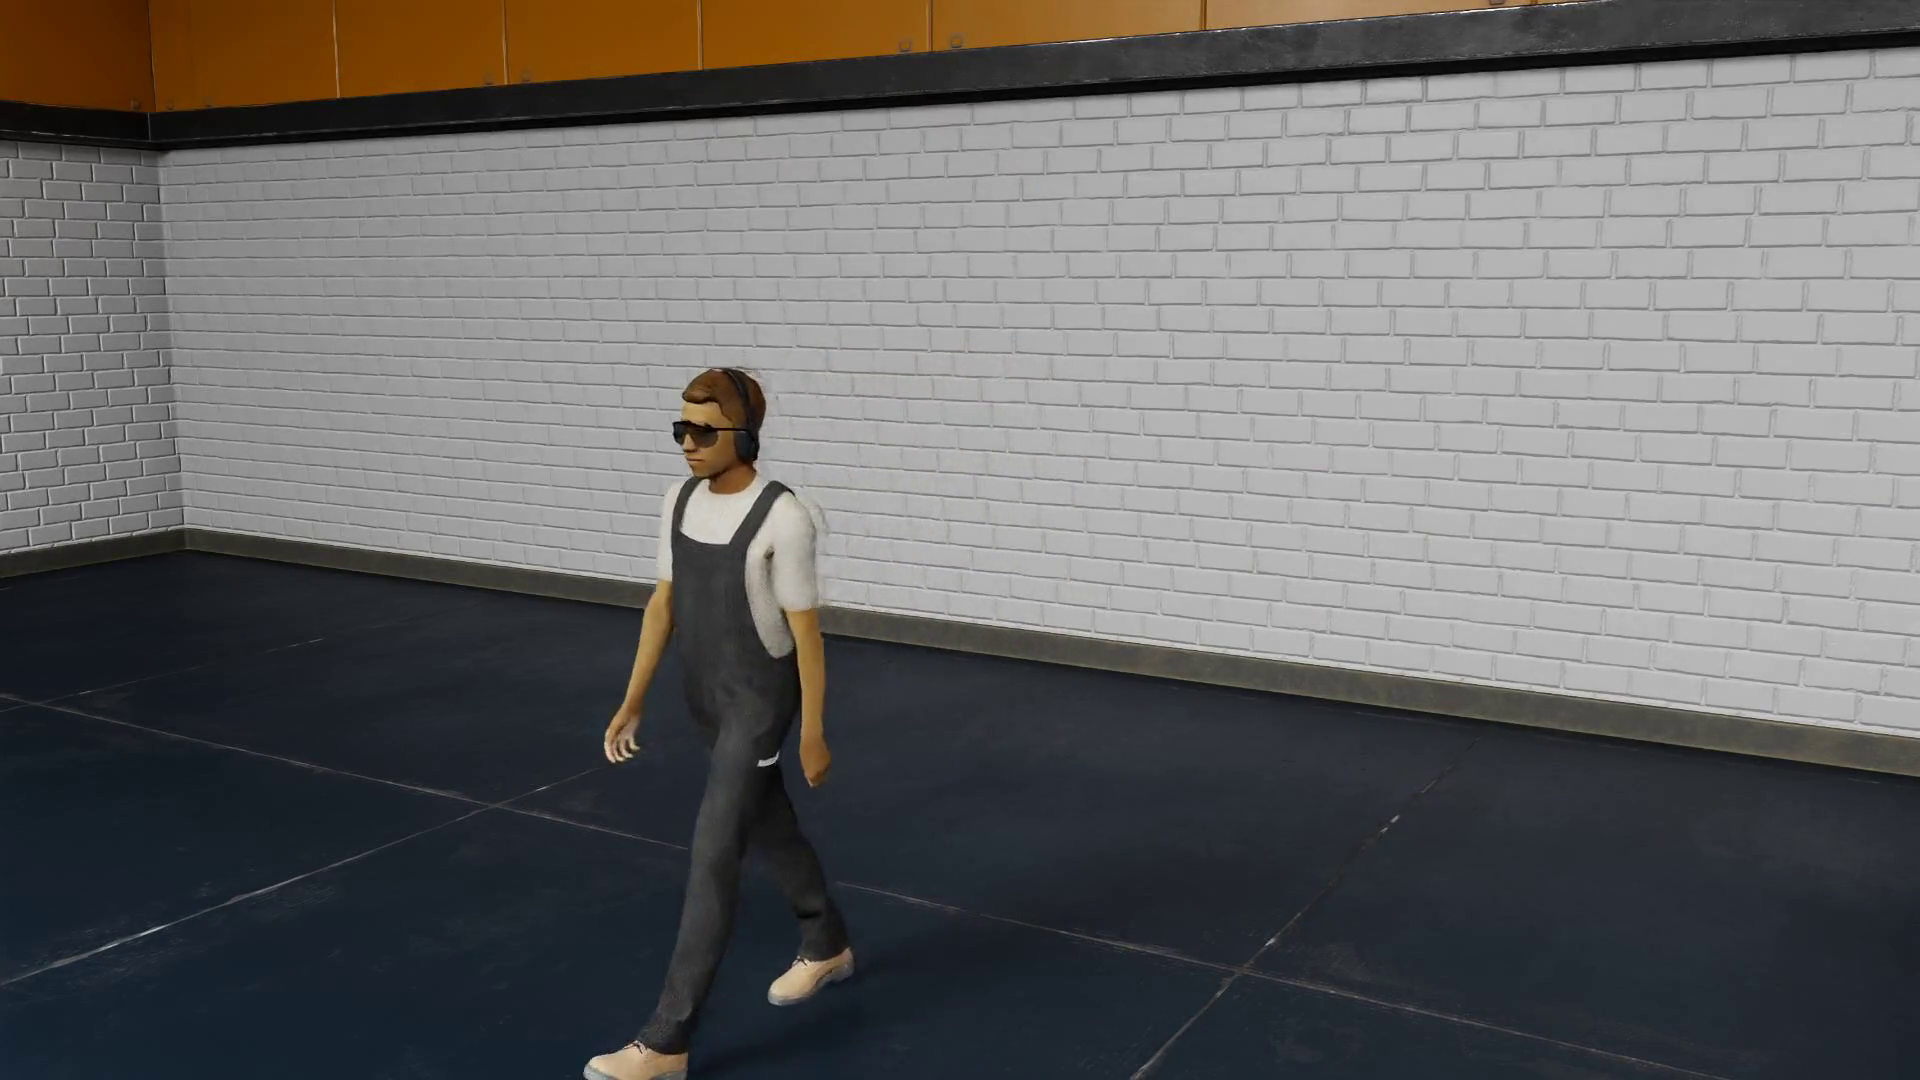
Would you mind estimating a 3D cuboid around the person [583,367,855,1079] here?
[{"bbox_3d":[-0.595,0.448,4.324,0.986,1.795,0.531,-9,13,-44],"label":"person"}]
